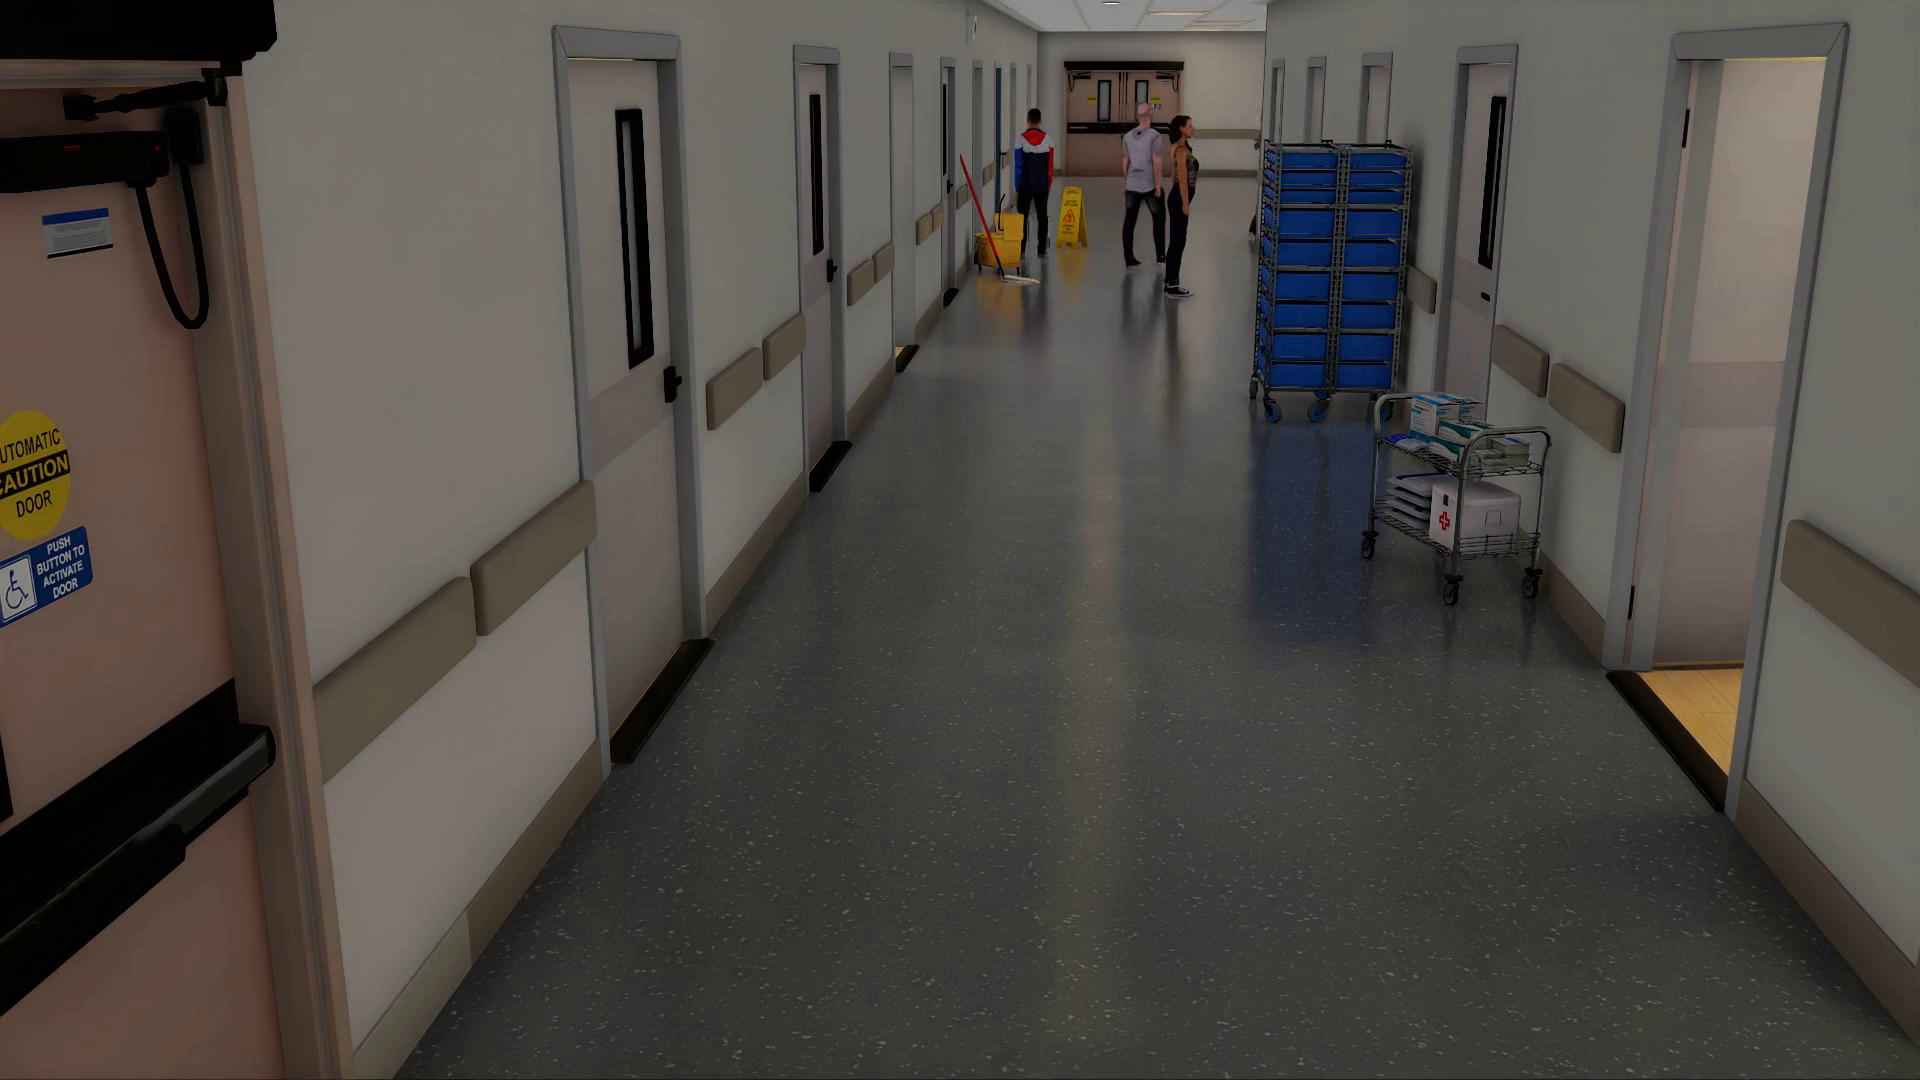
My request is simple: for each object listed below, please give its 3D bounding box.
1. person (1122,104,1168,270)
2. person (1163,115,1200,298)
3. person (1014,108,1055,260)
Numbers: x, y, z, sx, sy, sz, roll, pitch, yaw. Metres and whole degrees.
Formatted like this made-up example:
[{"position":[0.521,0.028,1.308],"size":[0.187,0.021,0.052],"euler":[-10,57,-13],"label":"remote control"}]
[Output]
[{"position":[2.013,-3.970,18.770],"size":[0.957,1.815,1.073],"euler":[11,19,34],"label":"person"},{"position":[2.190,-3.344,16.636],"size":[0.683,1.768,0.490],"euler":[0,16,0],"label":"person"},{"position":[0.885,-4.247,19.862],"size":[0.711,1.756,0.675],"euler":[-4,16,-13],"label":"person"}]
